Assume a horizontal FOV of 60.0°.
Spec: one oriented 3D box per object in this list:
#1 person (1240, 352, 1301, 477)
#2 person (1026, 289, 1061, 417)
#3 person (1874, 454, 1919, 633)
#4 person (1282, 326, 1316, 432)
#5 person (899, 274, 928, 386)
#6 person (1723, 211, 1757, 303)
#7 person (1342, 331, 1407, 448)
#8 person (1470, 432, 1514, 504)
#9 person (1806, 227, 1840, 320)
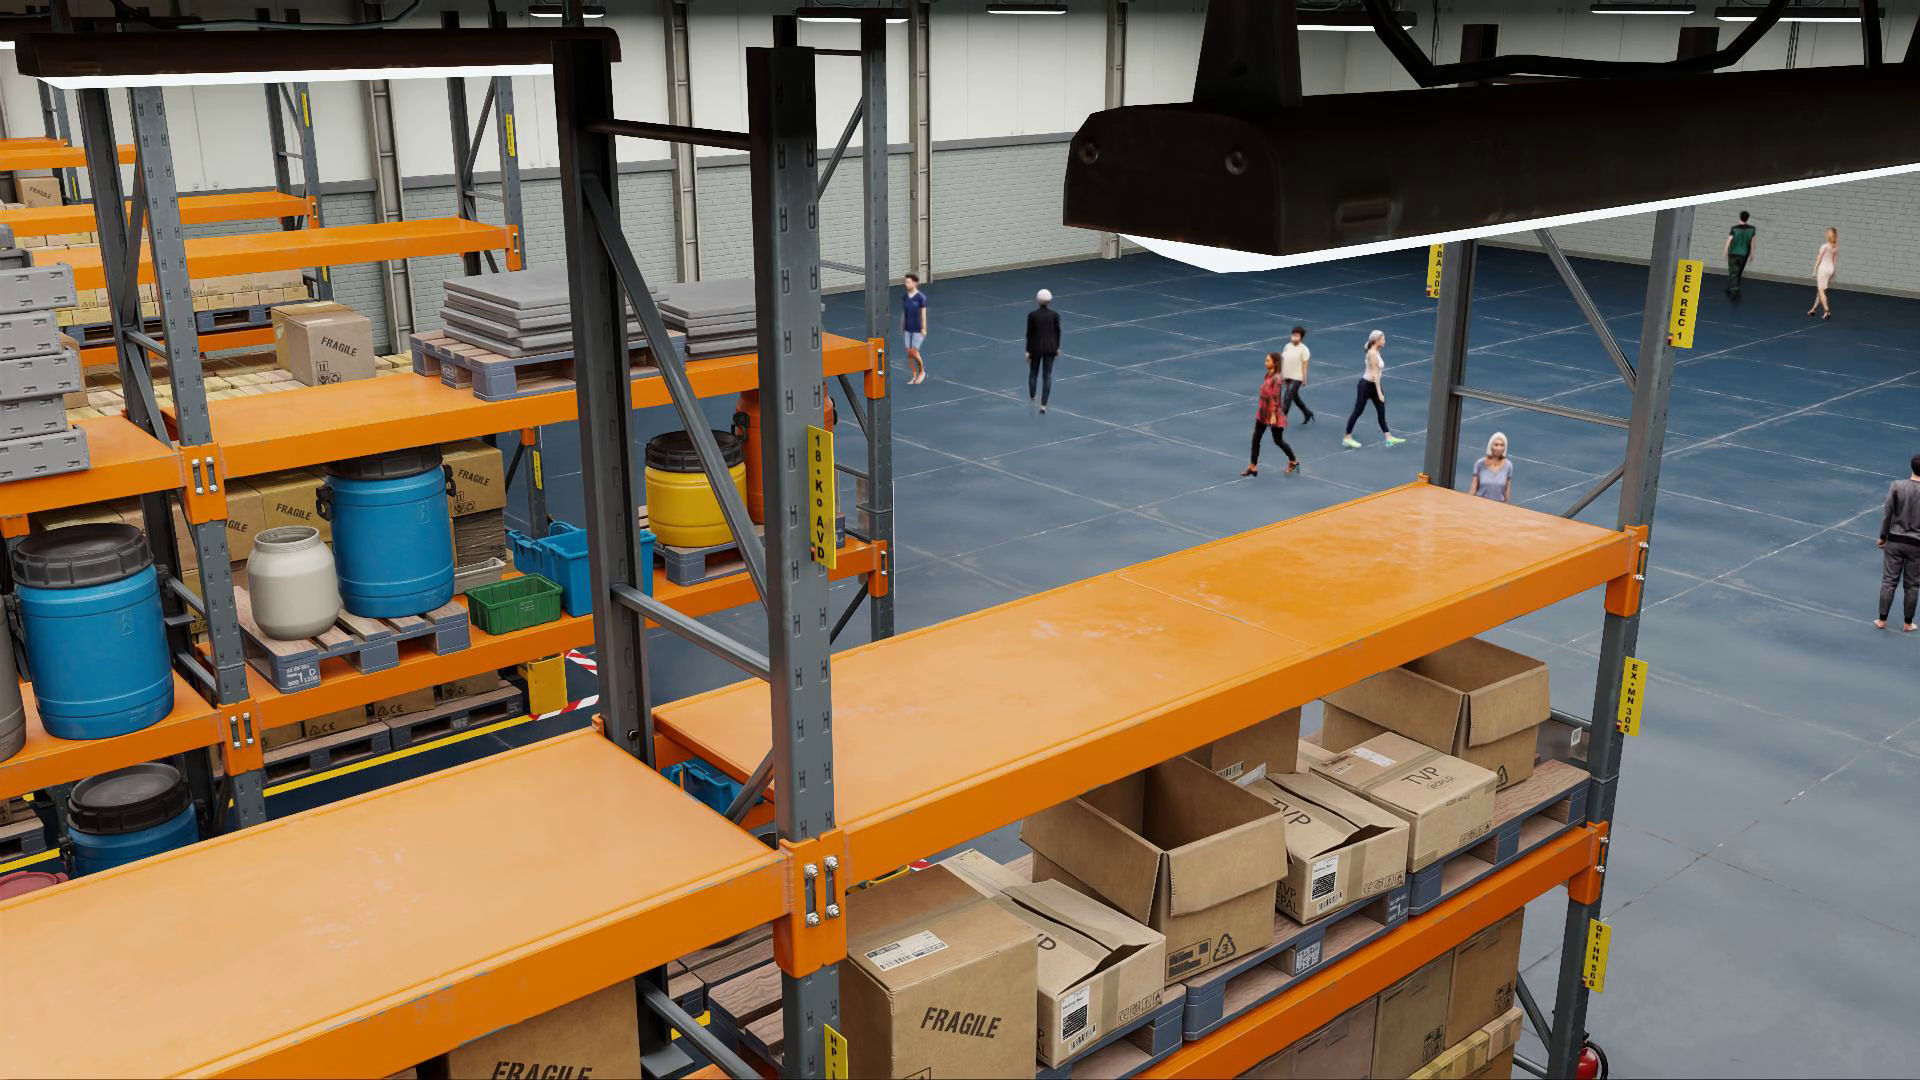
[{"bbox_3d":[4.184,-1.630,21.982,1.155,1.670,0.911,-5,19,-15],"label":"person"},{"bbox_3d":[1.119,-2.570,22.956,1.208,1.749,1.168,1,18,3],"label":"person"},{"bbox_3d":[9.502,0.013,16.661,0.741,1.842,0.662,12,21,32],"label":"person"},{"bbox_3d":[4.953,-2.355,24.402,1.042,1.550,0.688,-9,20,-26],"label":"person"},{"bbox_3d":[-0.696,-3.458,27.341,0.680,1.829,0.677,14,23,37],"label":"person"},{"bbox_3d":[16.306,-5.895,34.786,1.198,1.852,1.252,1,18,3],"label":"person"},{"bbox_3d":[5.662,-2.101,23.437,0.996,1.664,1.125,8,20,24],"label":"person"},{"bbox_3d":[5.665,-0.326,17.947,0.948,1.690,1.071,4,18,11],"label":"person"},{"bbox_3d":[17.124,-5.232,32.827,0.957,1.803,0.896,-5,19,-14],"label":"person"}]
